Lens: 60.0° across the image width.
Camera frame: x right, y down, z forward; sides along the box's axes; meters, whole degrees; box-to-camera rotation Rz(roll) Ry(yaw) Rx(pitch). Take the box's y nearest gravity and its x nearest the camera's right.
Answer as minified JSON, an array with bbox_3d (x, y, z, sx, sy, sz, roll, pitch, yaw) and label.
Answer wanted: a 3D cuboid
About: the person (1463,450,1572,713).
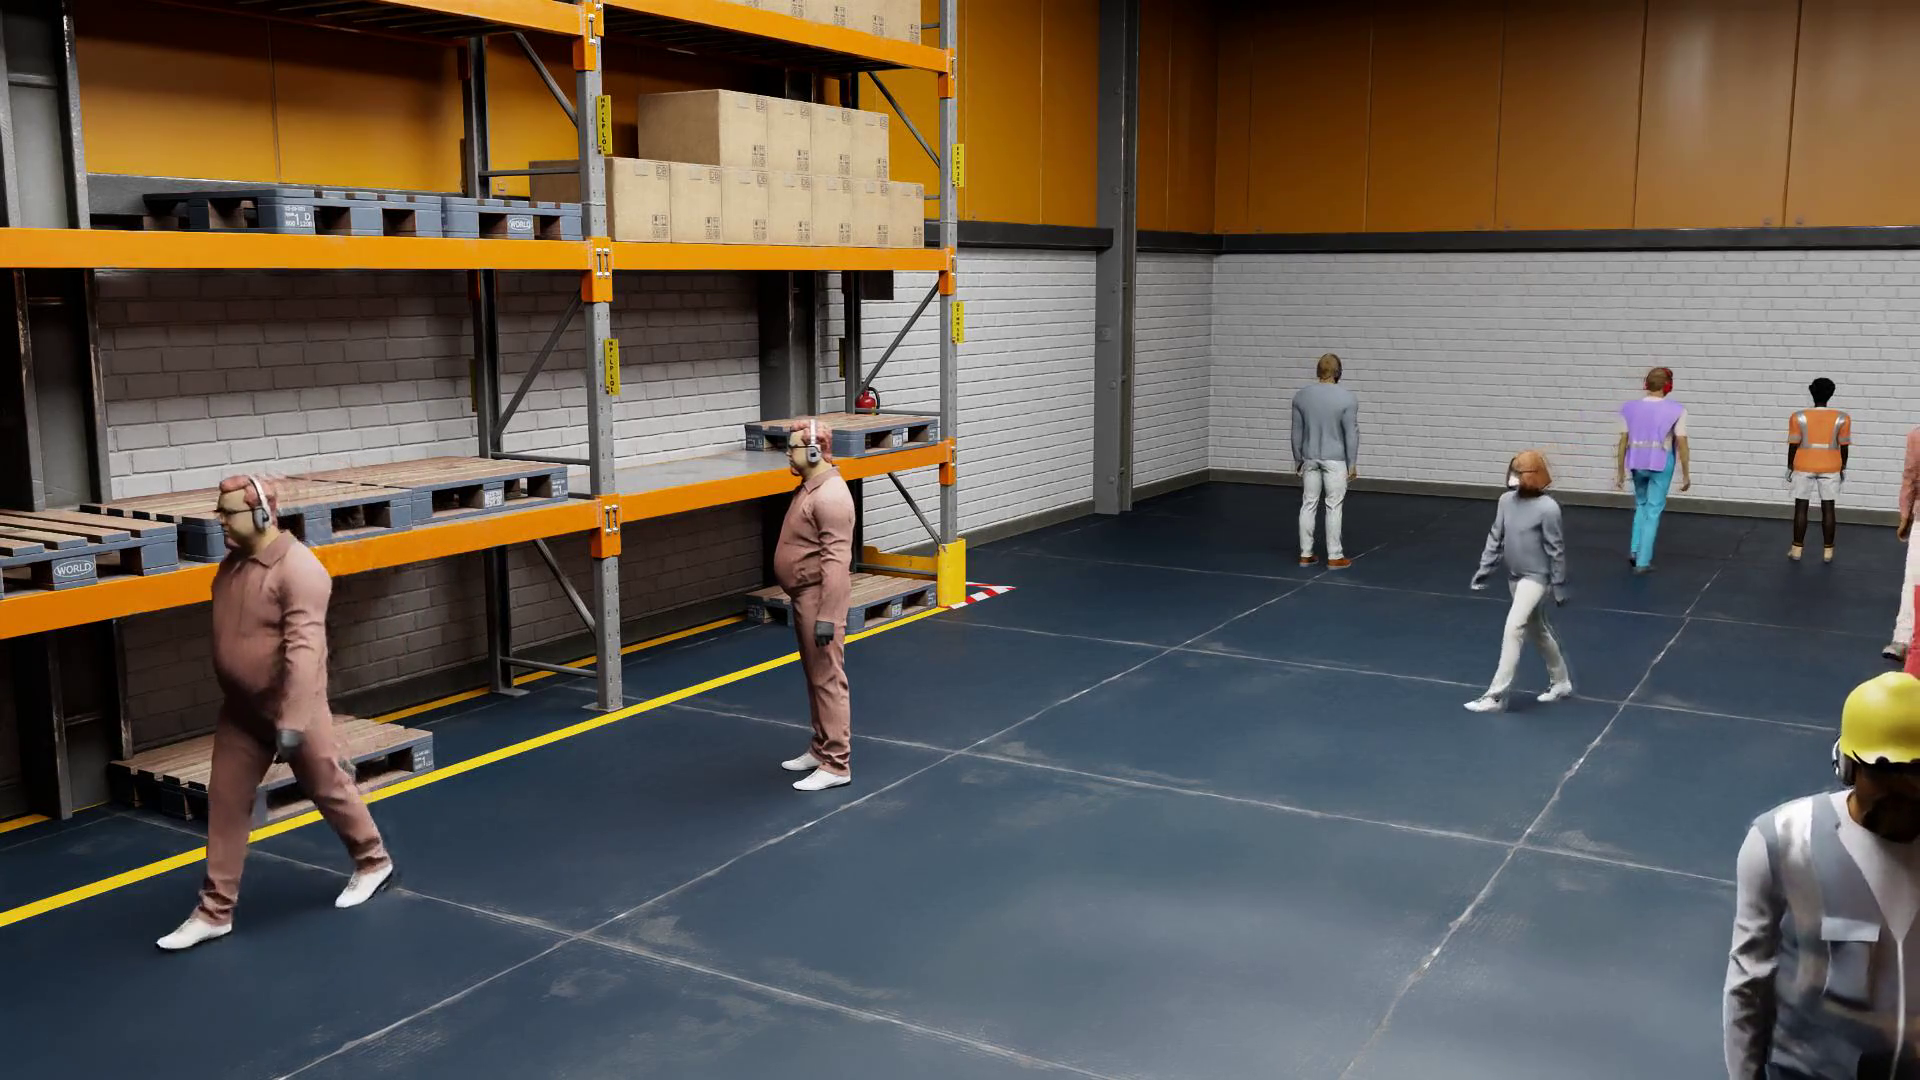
[{"bbox_3d":[3.459,0.242,10.119,0.841,1.597,0.502,-3,9,-16],"label":"person"}]

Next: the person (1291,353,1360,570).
[{"bbox_3d":[3.278,-0.704,14.935,0.635,1.936,0.355,7,11,37],"label":"person"}]

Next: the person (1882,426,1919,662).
[{"bbox_3d":[6.597,-0.116,11.189,0.931,1.955,0.653,-8,12,-42],"label":"person"}]

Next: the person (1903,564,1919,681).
[{"bbox_3d":[5.607,0.272,9.415,0.534,1.760,0.343,-6,11,-35],"label":"person"}]

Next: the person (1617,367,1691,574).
[{"bbox_3d":[6.141,-0.613,14.694,0.505,1.824,0.576,-8,12,-41],"label":"person"}]

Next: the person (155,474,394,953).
[{"bbox_3d":[-2.751,0.655,6.715,0.646,1.867,0.985,5,11,30],"label":"person"}]

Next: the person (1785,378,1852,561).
[{"bbox_3d":[7.903,-0.649,15.343,0.540,1.695,0.317,3,10,19],"label":"person"}]

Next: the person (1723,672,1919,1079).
[{"bbox_3d":[2.003,1.160,3.676,0.609,1.812,0.522,3,10,19],"label":"person"}]

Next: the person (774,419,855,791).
[{"bbox_3d":[-0.755,0.329,8.584,0.405,1.906,0.653,-2,9,-13],"label":"person"}]
